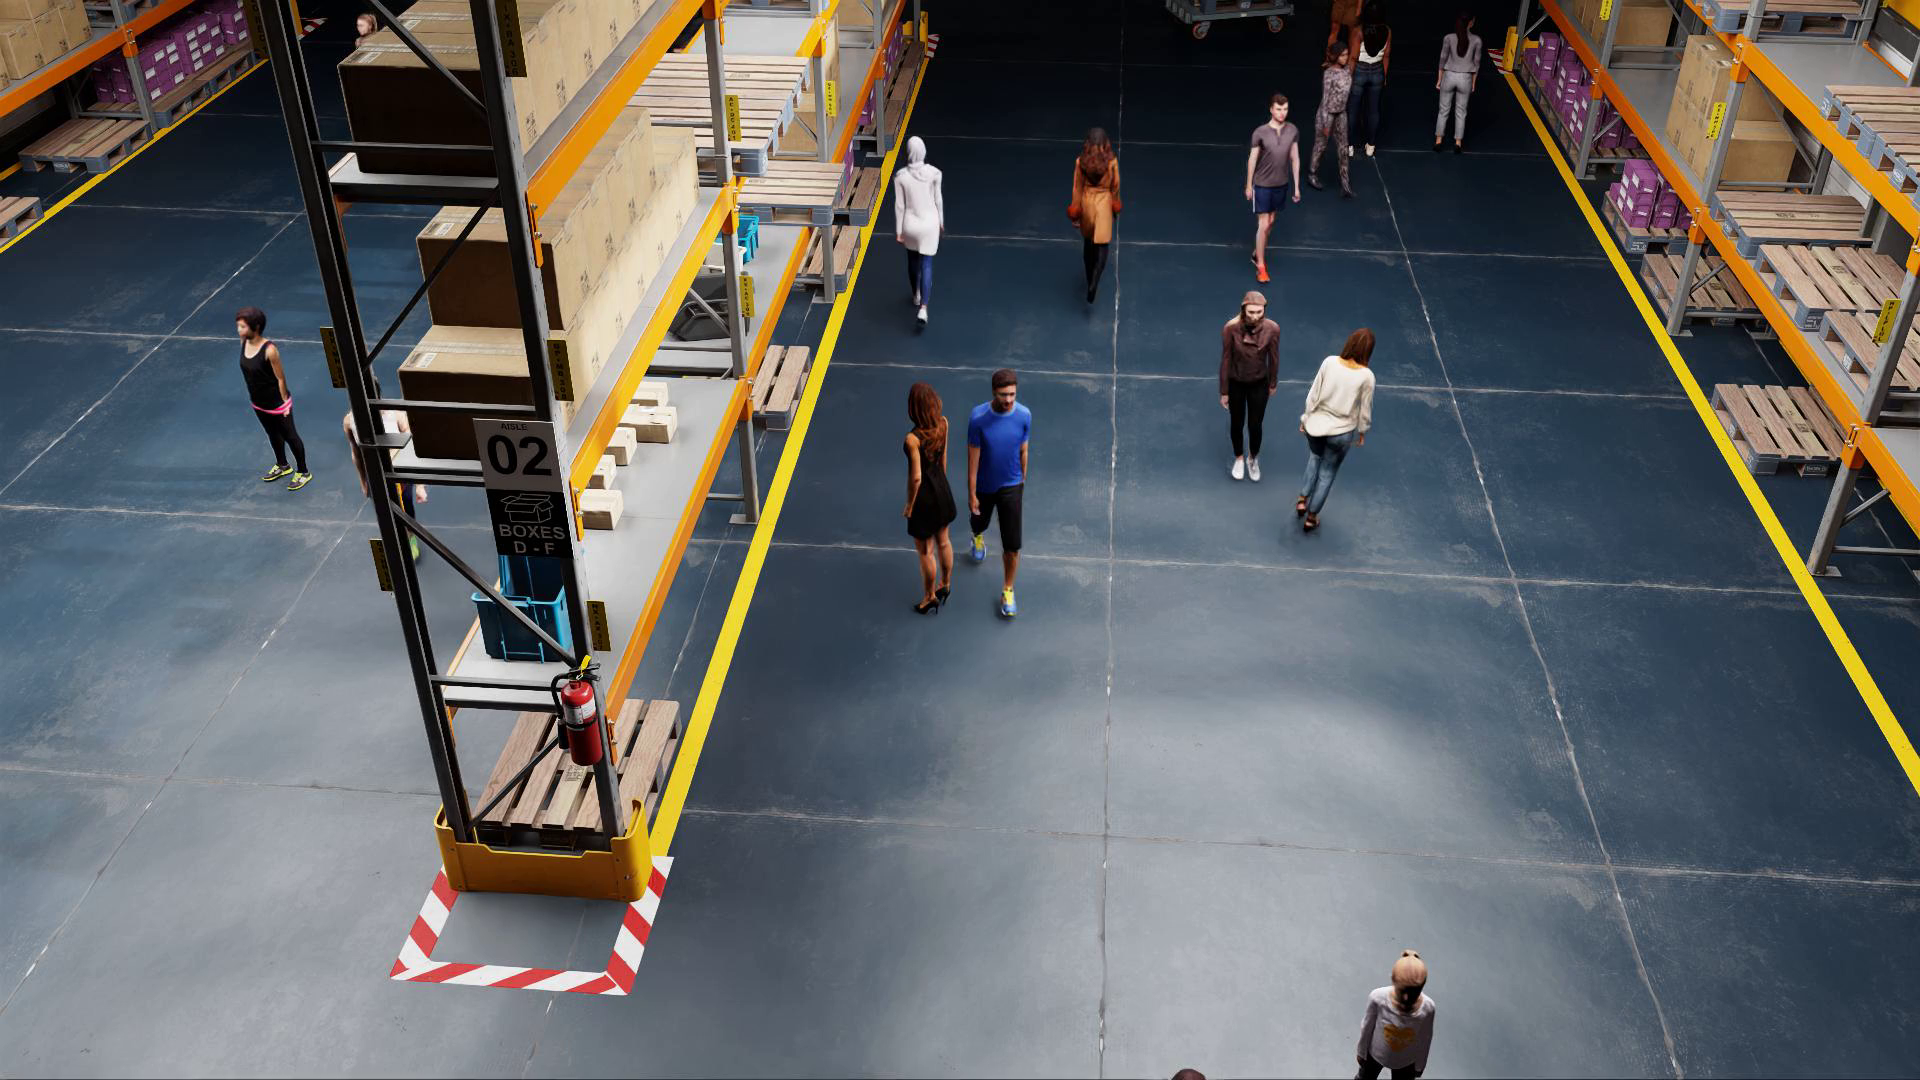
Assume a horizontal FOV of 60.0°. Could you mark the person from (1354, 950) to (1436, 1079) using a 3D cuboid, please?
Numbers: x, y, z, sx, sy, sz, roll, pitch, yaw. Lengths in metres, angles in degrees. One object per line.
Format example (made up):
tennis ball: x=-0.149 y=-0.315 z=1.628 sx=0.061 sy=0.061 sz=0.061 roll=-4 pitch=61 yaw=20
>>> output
person: x=2.079 y=2.456 z=8.011 sx=0.504 sy=1.275 sz=0.509 roll=7 pitch=34 yaw=10

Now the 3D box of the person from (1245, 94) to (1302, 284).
person: x=3.065 y=-3.557 z=16.557 sx=0.841 sy=1.829 sz=0.991 roll=-10 pitch=35 yaw=-15

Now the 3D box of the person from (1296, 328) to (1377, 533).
person: x=2.774 y=-0.802 z=12.580 sx=0.803 sy=1.642 sz=0.850 roll=18 pitch=37 yaw=25

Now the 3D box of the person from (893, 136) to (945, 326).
person: x=-0.370 y=-2.871 z=15.603 sx=0.633 sy=1.743 sz=1.103 roll=2 pitch=34 yaw=2

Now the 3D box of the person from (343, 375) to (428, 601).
person: x=-4.135 y=-0.487 z=12.095 sx=0.902 sy=1.656 sz=1.233 roll=-9 pitch=35 yaw=-13

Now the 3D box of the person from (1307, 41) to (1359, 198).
person: x=4.035 y=-4.650 z=18.338 sx=0.937 sy=1.679 sz=1.098 roll=-17 pitch=37 yaw=-23

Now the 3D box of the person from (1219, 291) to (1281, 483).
person: x=2.275 y=-1.271 z=13.251 sx=0.638 sy=1.682 sz=0.587 roll=5 pitch=34 yaw=7

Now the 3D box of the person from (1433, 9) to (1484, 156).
person: x=5.773 y=-5.316 z=19.340 sx=0.668 sy=1.678 sz=0.650 roll=10 pitch=35 yaw=15

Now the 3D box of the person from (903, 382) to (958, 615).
person: x=-0.216 y=-0.276 z=11.617 sx=0.732 sy=1.834 sz=0.636 roll=24 pitch=40 yaw=31

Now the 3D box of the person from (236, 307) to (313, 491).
person: x=-5.461 y=-1.144 z=13.177 sx=0.617 sy=1.552 sz=0.634 roll=19 pitch=38 yaw=27

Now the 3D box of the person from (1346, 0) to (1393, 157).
person: x=4.717 y=-5.361 z=19.291 sx=0.670 sy=1.807 sz=0.631 roll=-1 pitch=34 yaw=-2

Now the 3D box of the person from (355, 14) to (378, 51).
person: x=-6.669 y=-5.266 z=19.260 sx=0.768 sy=1.683 sz=0.893 roll=18 pitch=38 yaw=25

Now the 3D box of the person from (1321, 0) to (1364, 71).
person: x=5.168 y=-7.065 z=22.001 sx=0.915 sy=1.645 sz=1.141 roll=20 pitch=38 yaw=27

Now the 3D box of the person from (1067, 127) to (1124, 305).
person: x=1.310 y=-3.088 z=15.977 sx=0.767 sy=1.690 sz=1.156 roll=7 pitch=34 yaw=10

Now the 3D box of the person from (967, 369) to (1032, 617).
person: x=0.243 y=-0.432 z=11.853 sx=0.743 sy=1.832 sz=1.237 roll=-2 pitch=34 yaw=-4
